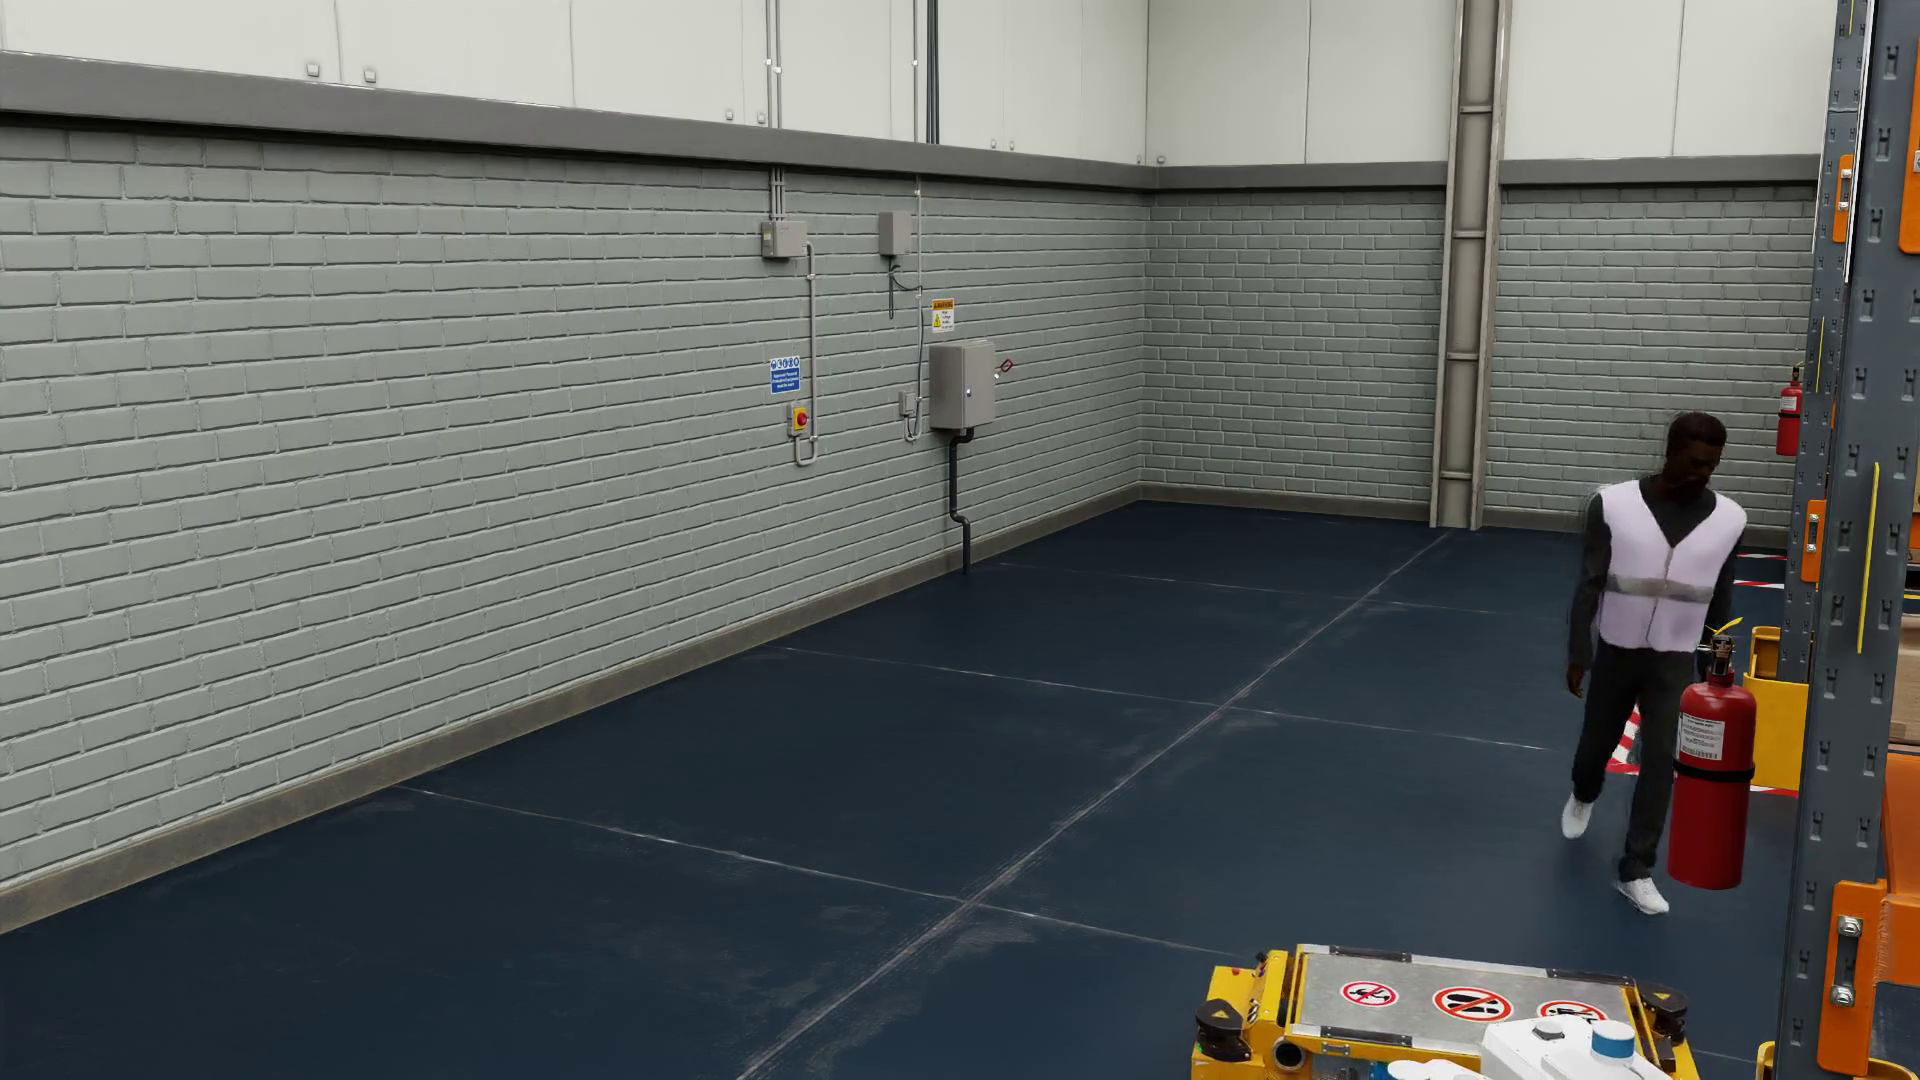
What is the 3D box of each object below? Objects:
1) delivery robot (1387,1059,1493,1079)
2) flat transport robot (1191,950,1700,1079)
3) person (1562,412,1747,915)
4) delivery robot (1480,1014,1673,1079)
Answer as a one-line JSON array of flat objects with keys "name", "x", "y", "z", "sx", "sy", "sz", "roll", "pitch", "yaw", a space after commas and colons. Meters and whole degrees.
[{"name": "delivery robot", "x": 1.056, "y": 1.483, "z": 3.956, "sx": 0.707, "sy": 0.478, "sz": 0.477, "roll": -9, "pitch": 14, "yaw": -40}, {"name": "flat transport robot", "x": 1.452, "y": 1.480, "z": 5.006, "sx": 1.431, "sy": 0.197, "sz": 0.652, "roll": 3, "pitch": 11, "yaw": 15}, {"name": "person", "x": 2.654, "y": 0.415, "z": 6.460, "sx": 0.641, "sy": 1.869, "sz": 0.876, "roll": 2, "pitch": 11, "yaw": 10}, {"name": "delivery robot", "x": 1.619, "y": 1.446, "z": 4.157, "sx": 0.477, "sy": 0.478, "sz": 0.707, "roll": -3, "pitch": 11, "yaw": -15}]
